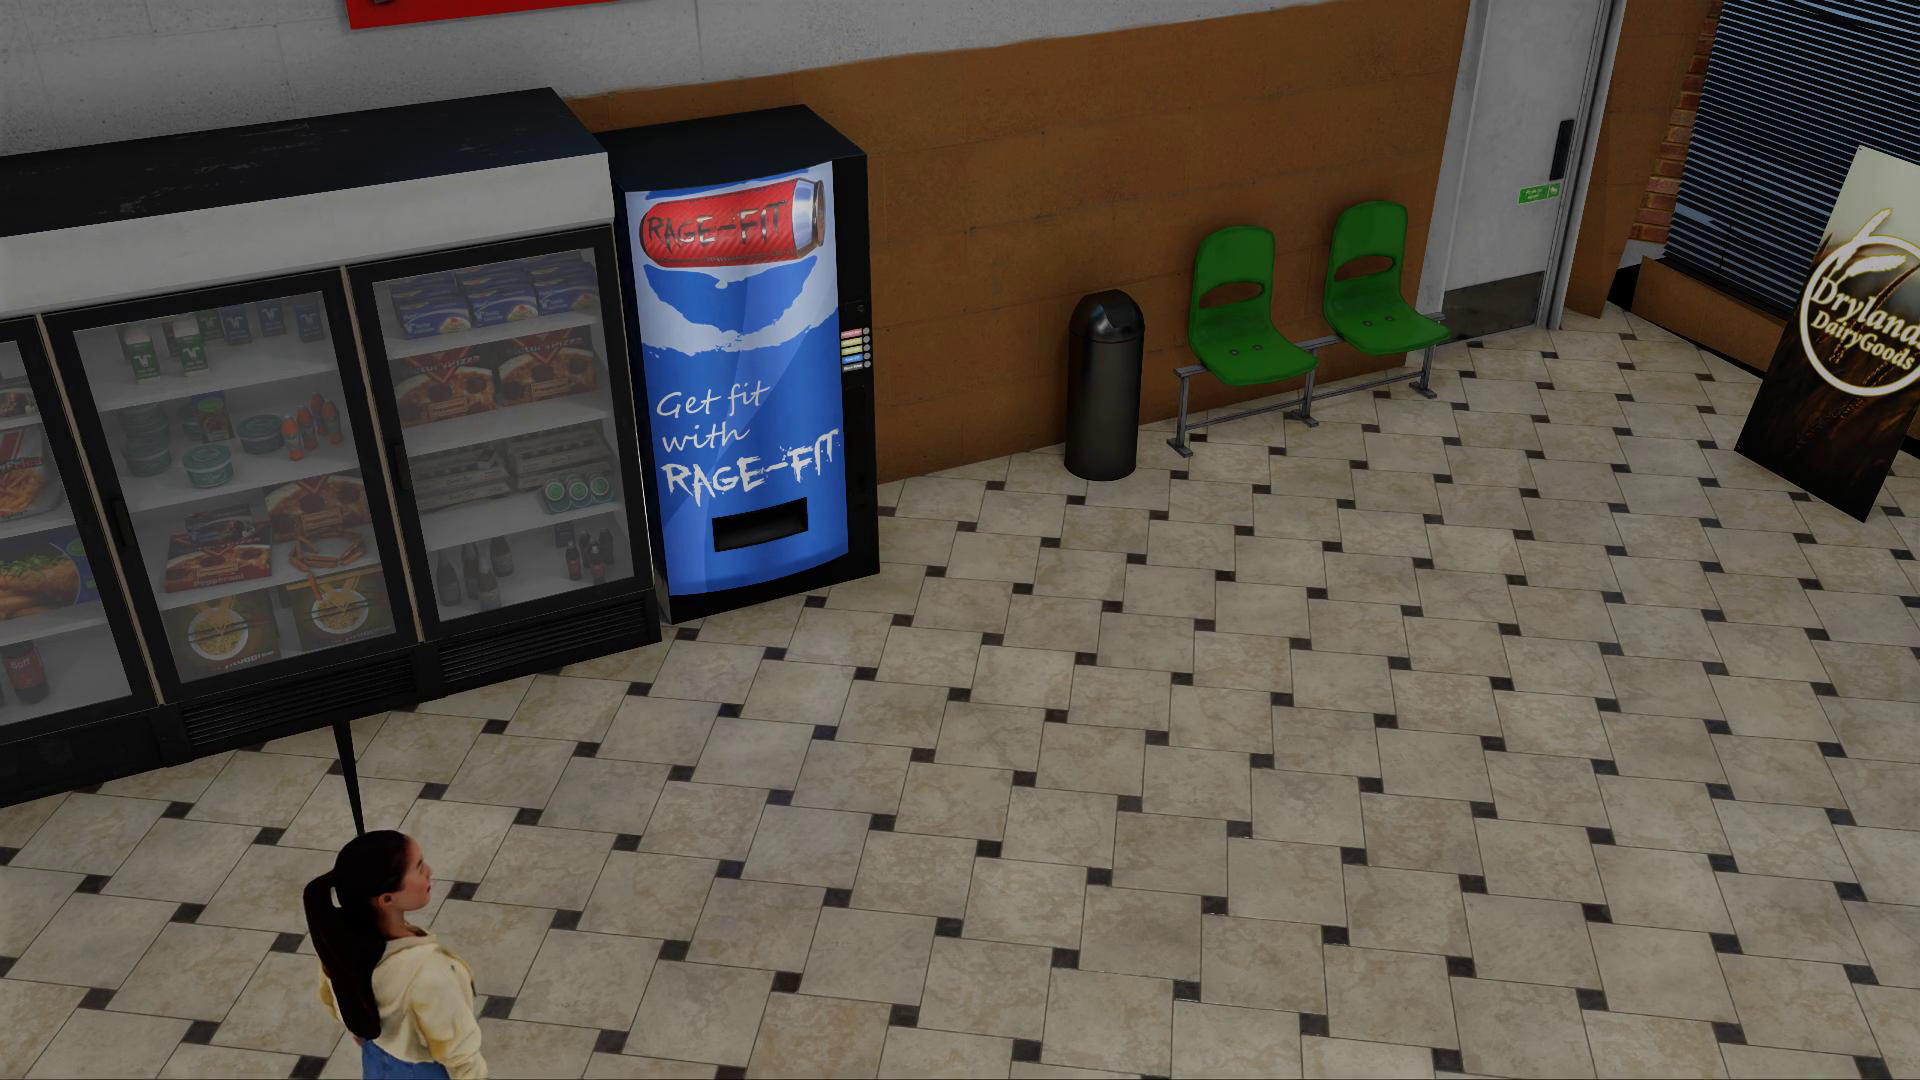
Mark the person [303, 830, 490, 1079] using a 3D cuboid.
[{"bbox_3d":[-1.441,1.444,4.443,0.682,1.631,0.782,17,36,26],"label":"person"}]
